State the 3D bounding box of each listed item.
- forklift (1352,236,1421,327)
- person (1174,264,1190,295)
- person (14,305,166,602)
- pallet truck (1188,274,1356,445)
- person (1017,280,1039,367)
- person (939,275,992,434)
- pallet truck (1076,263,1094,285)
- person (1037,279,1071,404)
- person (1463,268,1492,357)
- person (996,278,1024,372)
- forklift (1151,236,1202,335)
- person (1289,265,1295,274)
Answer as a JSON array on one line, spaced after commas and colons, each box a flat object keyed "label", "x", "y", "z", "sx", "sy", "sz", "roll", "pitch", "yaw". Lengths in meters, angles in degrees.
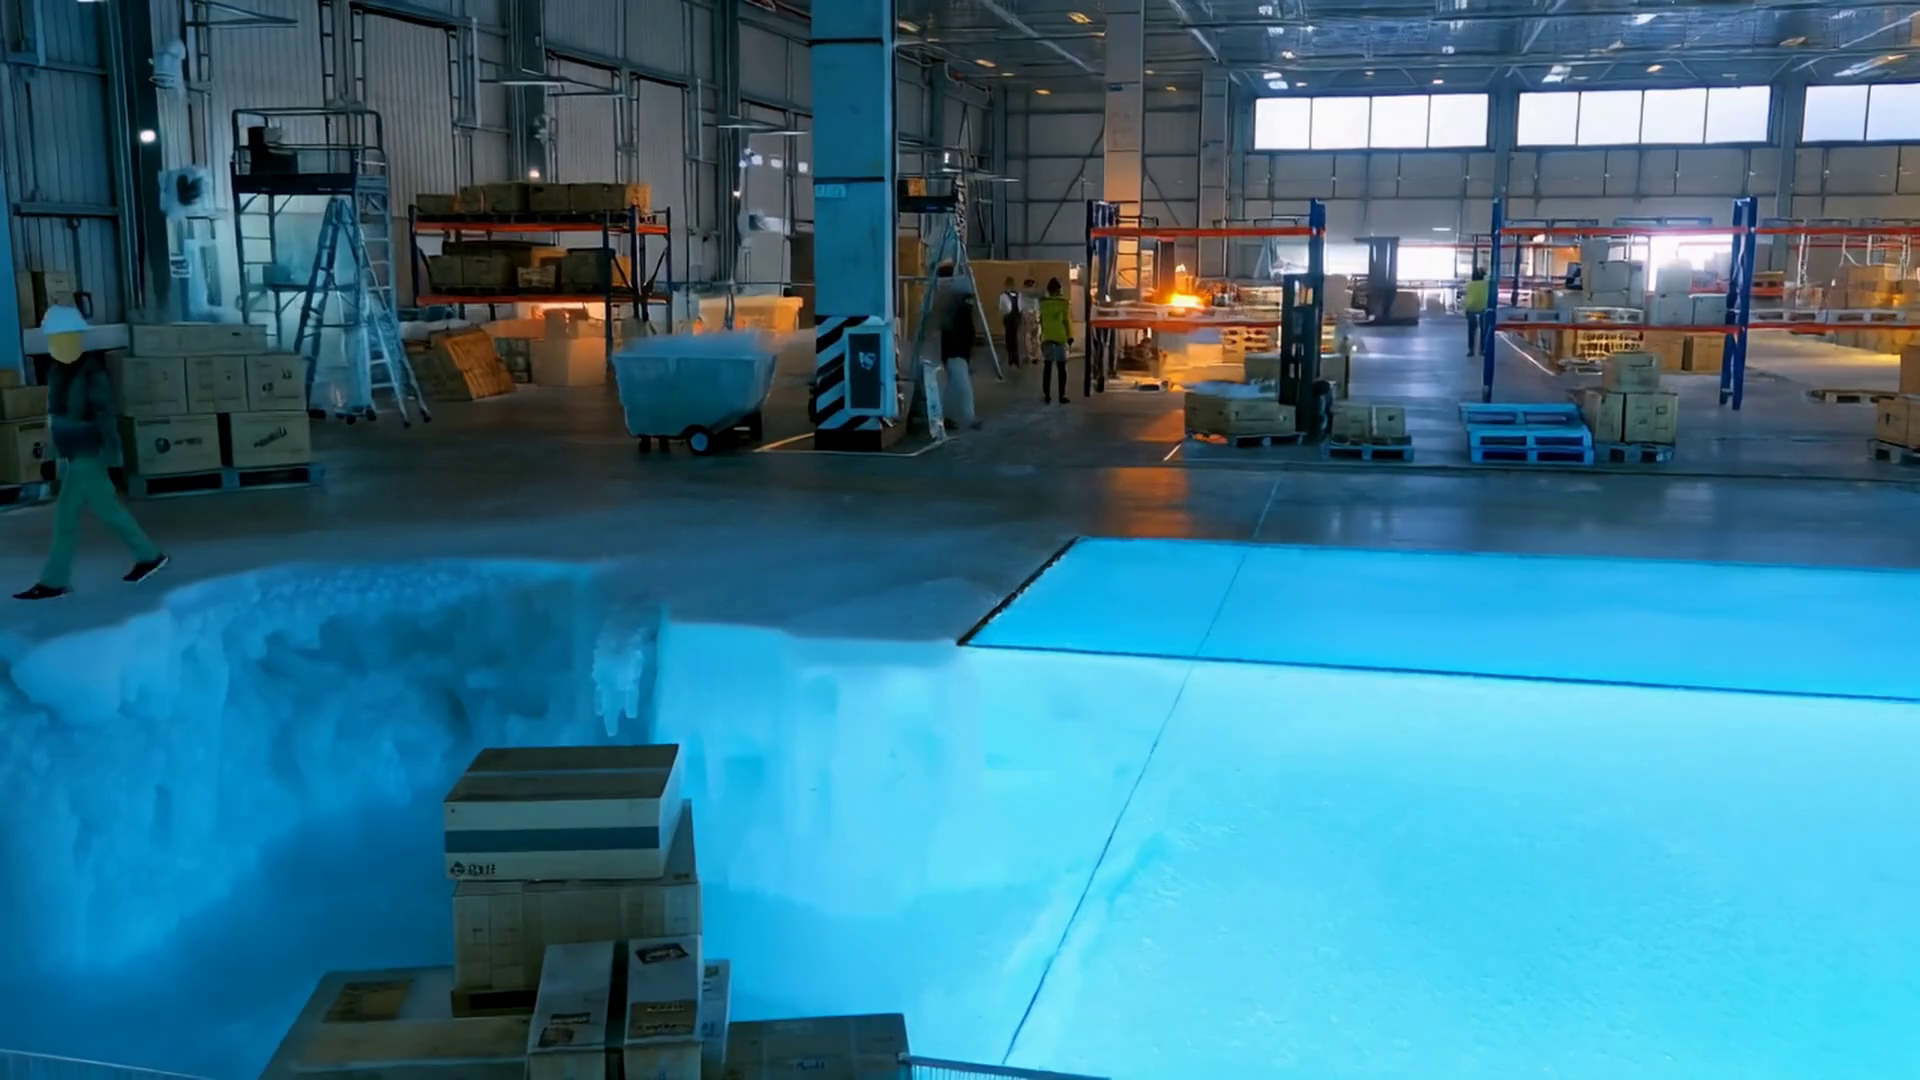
[{"label": "forklift", "x": 13.313, "y": -8.051, "z": 51.810, "sx": 1.873, "sy": 2.768, "sz": 1.129, "roll": -2, "pitch": 10, "yaw": -12}, {"label": "person", "x": 7.779, "y": -8.738, "z": 58.620, "sx": 0.629, "sy": 1.939, "sz": 0.372, "roll": 3, "pitch": 10, "yaw": 16}, {"label": "person", "x": -5.699, "y": -0.587, "z": 10.840, "sx": 0.606, "sy": 1.884, "sz": 1.010, "roll": 8, "pitch": 12, "yaw": 38}, {"label": "pallet truck", "x": 3.653, "y": -2.138, "z": 19.590, "sx": 1.885, "sy": 1.965, "sz": 0.823, "roll": -4, "pitch": 10, "yaw": -20}, {"label": "person", "x": 1.346, "y": -4.307, "z": 33.121, "sx": 0.488, "sy": 1.738, "sz": 0.322, "roll": 3, "pitch": 10, "yaw": 16}, {"label": "person", "x": 0.103, "y": -2.284, "z": 20.592, "sx": 0.917, "sy": 1.943, "sz": 0.650, "roll": 5, "pitch": 11, "yaw": 28}, {"label": "pallet truck", "x": 4.325, "y": -8.180, "z": 55.162, "sx": 0.823, "sy": 1.965, "sz": 1.885, "roll": 6, "pitch": 11, "yaw": 31}, {"label": "person", "x": 1.406, "y": -2.963, "z": 24.846, "sx": 0.513, "sy": 1.863, "sz": 0.329, "roll": 3, "pitch": 10, "yaw": 16}, {"label": "person", "x": 11.329, "y": -4.965, "z": 36.410, "sx": 0.629, "sy": 1.939, "sz": 0.372, "roll": 3, "pitch": 10, "yaw": 16}, {"label": "person", "x": 0.949, "y": -4.133, "z": 31.964, "sx": 0.527, "sy": 1.780, "sz": 1.010, "roll": -6, "pitch": 11, "yaw": -31}, {"label": "forklift", "x": 5.866, "y": -7.214, "z": 46.878, "sx": 1.873, "sy": 2.768, "sz": 1.129, "roll": 2, "pitch": 10, "yaw": 14}, {"label": "person", "x": 12.205, "y": -9.158, "z": 61.235, "sx": 1.011, "sy": 1.882, "sz": 0.566, "roll": -1, "pitch": 10, "yaw": -8}]
